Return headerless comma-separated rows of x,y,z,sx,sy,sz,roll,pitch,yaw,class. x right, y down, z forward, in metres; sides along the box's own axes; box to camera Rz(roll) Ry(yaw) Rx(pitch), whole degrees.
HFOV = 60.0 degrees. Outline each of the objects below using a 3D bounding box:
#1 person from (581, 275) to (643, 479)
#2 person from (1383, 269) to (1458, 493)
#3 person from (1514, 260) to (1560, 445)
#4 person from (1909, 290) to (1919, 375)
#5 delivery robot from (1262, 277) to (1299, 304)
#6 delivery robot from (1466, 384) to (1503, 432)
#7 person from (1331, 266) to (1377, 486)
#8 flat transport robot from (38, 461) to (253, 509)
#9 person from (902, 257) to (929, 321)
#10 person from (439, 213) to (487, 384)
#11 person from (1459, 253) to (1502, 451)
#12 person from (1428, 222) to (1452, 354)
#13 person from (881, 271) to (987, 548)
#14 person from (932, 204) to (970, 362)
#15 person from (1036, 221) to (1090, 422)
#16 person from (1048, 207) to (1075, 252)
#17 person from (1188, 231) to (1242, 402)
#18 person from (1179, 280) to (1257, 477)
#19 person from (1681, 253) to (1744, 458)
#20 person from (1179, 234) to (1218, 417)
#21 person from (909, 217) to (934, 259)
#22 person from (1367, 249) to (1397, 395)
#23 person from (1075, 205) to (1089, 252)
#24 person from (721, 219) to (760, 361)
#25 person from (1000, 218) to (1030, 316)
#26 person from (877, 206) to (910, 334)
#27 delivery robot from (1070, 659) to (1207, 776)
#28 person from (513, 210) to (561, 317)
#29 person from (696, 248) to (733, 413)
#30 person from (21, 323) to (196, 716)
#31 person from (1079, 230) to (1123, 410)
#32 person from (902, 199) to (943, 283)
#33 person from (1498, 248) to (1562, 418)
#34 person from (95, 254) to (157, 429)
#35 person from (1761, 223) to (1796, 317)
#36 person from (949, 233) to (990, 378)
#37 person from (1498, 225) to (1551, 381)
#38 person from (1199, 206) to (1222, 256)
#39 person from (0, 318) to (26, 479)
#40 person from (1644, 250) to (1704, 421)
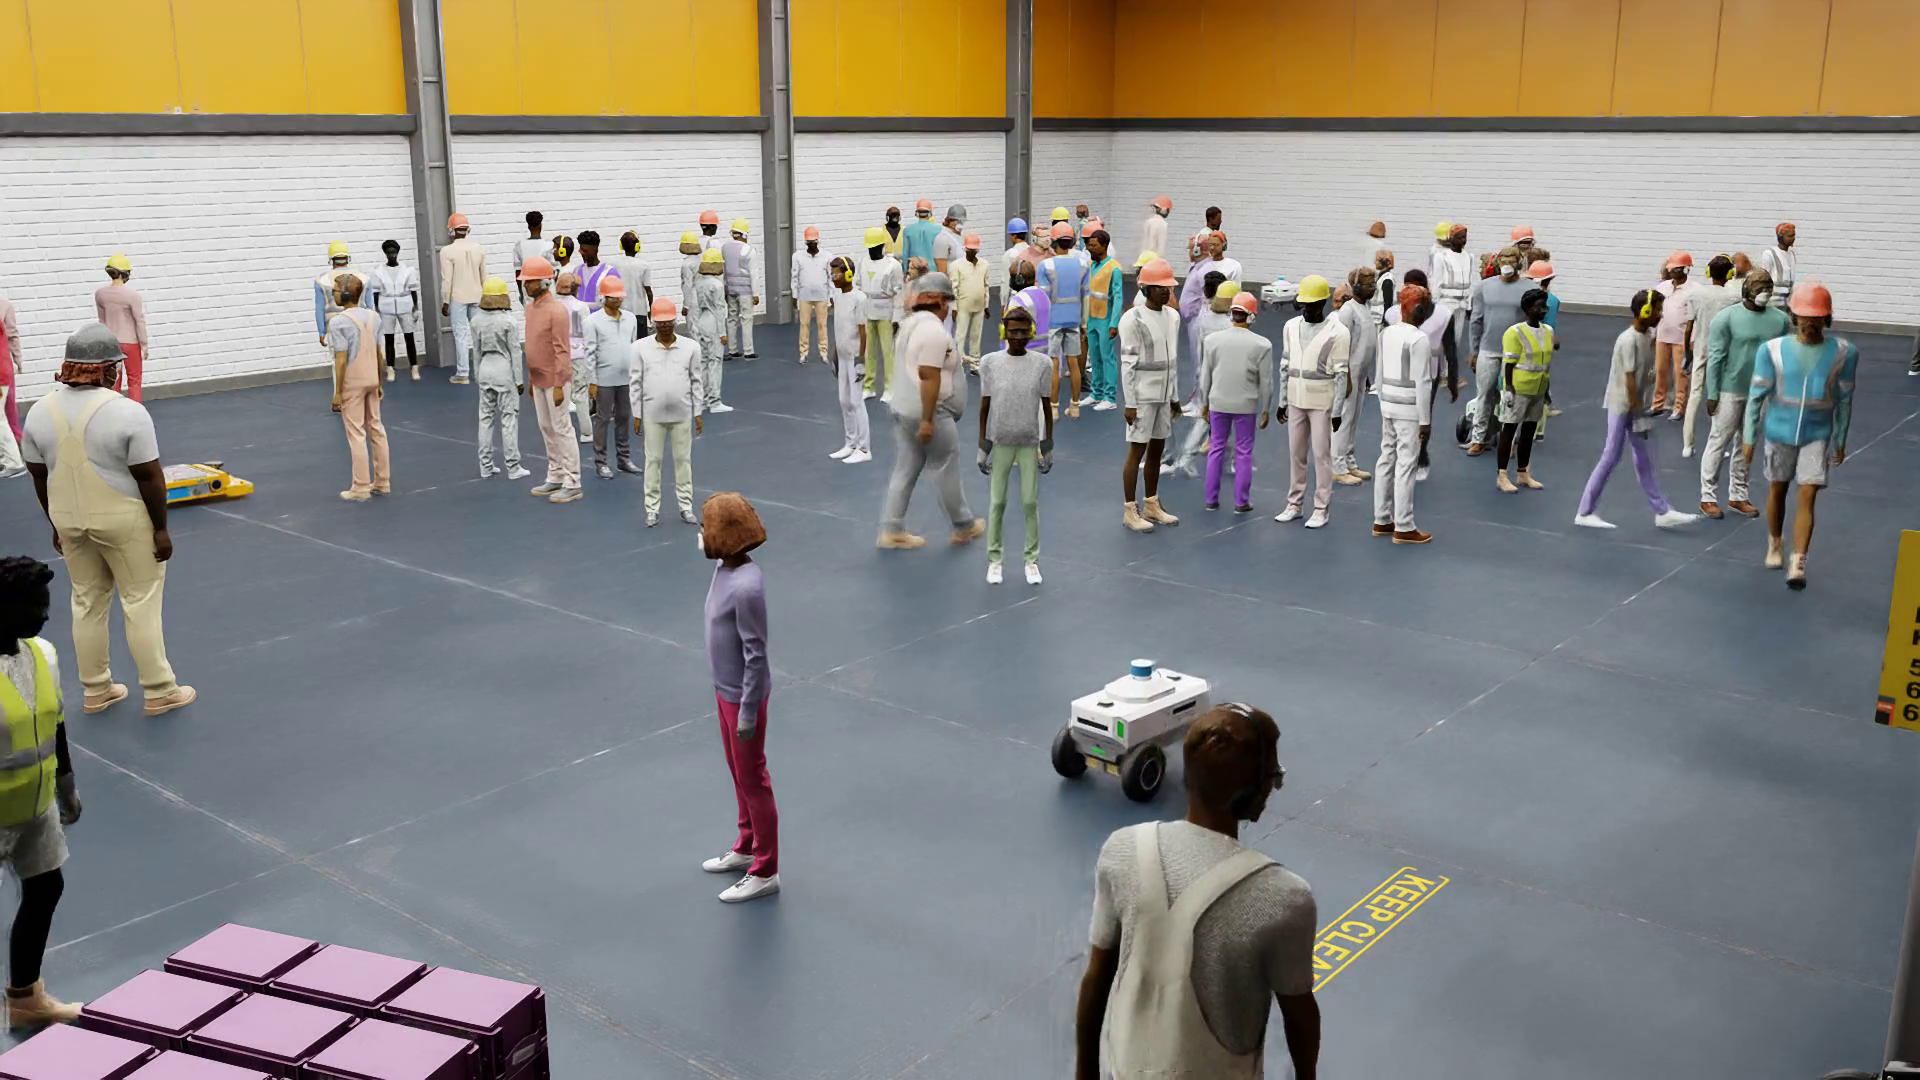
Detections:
-2.983,-1.414,14.407,0.341,1.750,0.566,12,18,40,person
3.839,-1.338,13.929,0.622,1.859,1.071,10,17,35,person
5.479,-1.783,15.880,0.324,1.752,0.560,11,18,37,person
11.797,-2.902,20.050,0.401,1.909,0.588,1,14,3,person
5.266,-4.082,27.307,0.477,0.478,0.707,13,19,42,delivery robot
5.157,-1.278,16.103,0.477,0.478,0.707,9,16,31,delivery robot
3.362,-1.395,14.145,0.344,1.847,0.504,8,16,31,person
-6.553,-0.412,13.408,0.652,0.197,1.431,13,19,41,flat transport robot
-0.435,-2.215,17.842,0.307,1.637,0.525,-9,17,-33,person
-5.858,-2.849,19.648,0.382,1.993,0.622,11,18,38,person
4.966,-1.757,15.589,0.381,1.845,0.570,9,16,31,person
6.335,-3.271,21.789,0.681,1.780,0.426,-13,19,-42,person
-0.199,-0.958,12.003,0.902,2.000,0.704,-6,15,-24,person
-0.026,-3.253,21.172,0.537,2.000,0.678,7,16,25,person
1.032,-2.242,17.130,0.616,2.041,0.379,-7,15,-24,person
1.362,-3.523,22.483,0.365,1.928,0.586,4,14,14,person
2.779,-2.433,18.226,0.573,1.879,0.356,6,15,23,person
2.246,-1.386,14.424,0.822,1.716,0.486,-11,18,-37,person
6.863,-1.666,15.180,0.511,1.872,0.329,11,18,38,person
2.488,-2.242,17.412,0.400,1.905,0.643,1,14,2,person
-0.472,-3.786,23.863,0.530,1.765,0.325,-4,15,-15,person
4.781,-2.462,18.825,0.313,1.639,0.517,2,14,6,person
2.172,-5.073,29.280,0.312,1.634,0.514,2,14,10,person
-2.837,-3.233,21.535,0.592,1.825,0.403,9,16,31,person
0.704,-2.816,19.642,0.610,1.939,0.418,-12,19,-41,person
-0.979,-3.929,24.275,0.621,1.847,0.429,-3,14,-13,person
0.844,0.802,7.790,0.477,0.478,0.707,13,19,42,delivery robot
-5.261,-3.127,20.819,0.606,1.966,0.367,2,14,6,person
-2.625,-2.230,17.710,0.328,1.734,0.481,-10,17,-34,person
-4.373,-0.108,8.606,0.686,2.000,0.535,2,14,8,person
1.525,-2.357,17.844,0.374,1.915,0.596,-8,16,-28,person
-0.502,-3.804,23.472,0.623,1.990,0.397,1,14,5,person
5.781,-2.093,17.062,0.981,1.798,0.497,-3,14,-10,person
-8.319,-1.959,16.581,0.518,1.756,0.347,3,14,11,person
9.655,-2.798,19.674,0.573,1.883,0.354,-9,17,-33,person
0.135,-2.815,20.008,0.572,1.747,0.337,-9,17,-33,person
5.950,-2.354,17.728,0.624,1.979,0.450,1,14,4,person
3.416,-3.642,23.003,0.392,1.910,0.588,6,15,21,person
-8.417,-1.405,14.415,0.354,1.741,0.574,-11,18,-38,person
7.370,-2.109,17.182,0.335,1.749,0.575,-9,17,-31,person
